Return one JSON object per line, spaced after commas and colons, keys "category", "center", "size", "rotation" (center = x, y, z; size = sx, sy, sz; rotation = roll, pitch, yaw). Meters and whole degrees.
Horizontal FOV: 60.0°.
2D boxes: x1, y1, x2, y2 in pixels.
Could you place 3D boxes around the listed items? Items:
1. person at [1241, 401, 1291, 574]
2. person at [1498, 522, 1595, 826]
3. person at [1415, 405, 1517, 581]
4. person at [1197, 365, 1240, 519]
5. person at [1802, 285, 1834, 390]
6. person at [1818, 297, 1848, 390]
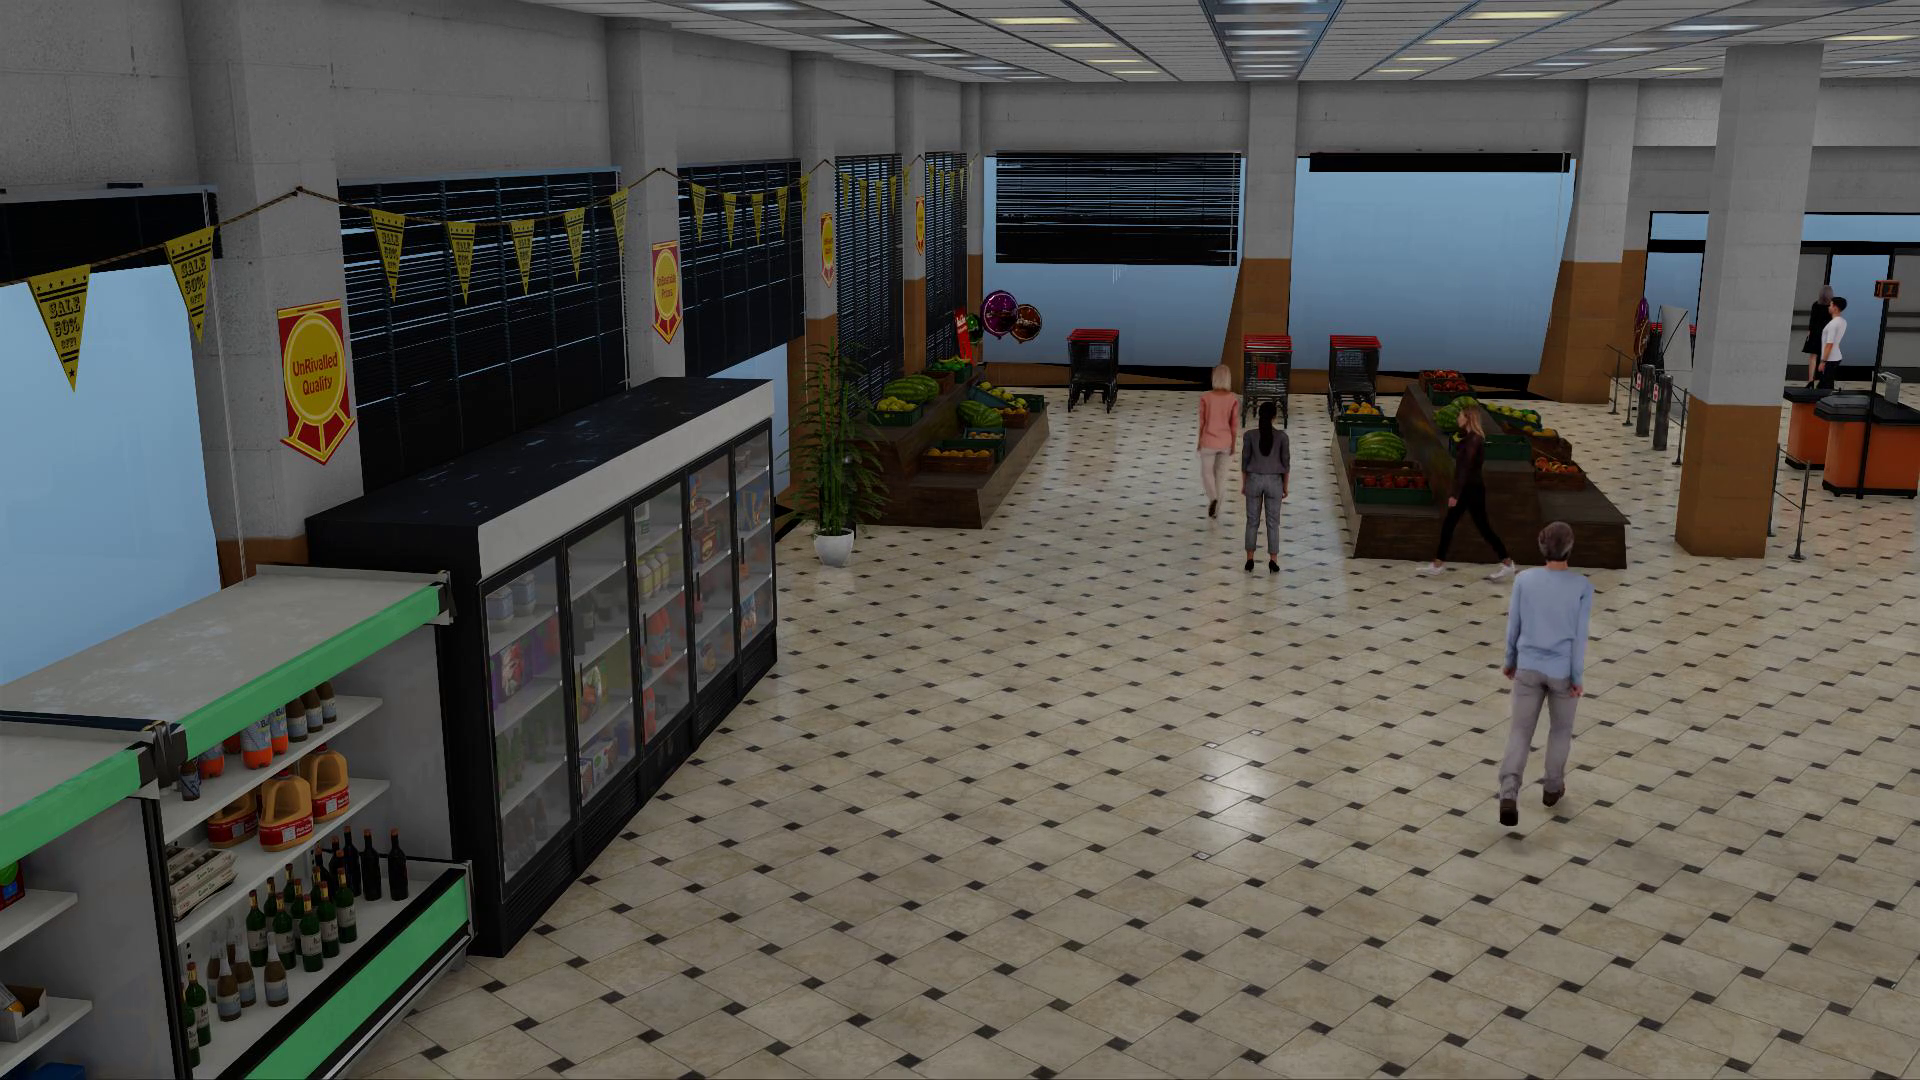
{"category": "person", "center": [2.943, -0.511, 16.095], "size": [0.636, 1.678, 0.603], "rotation": [4, 14, 15]}
{"category": "person", "center": [3.534, 0.856, 10.095], "size": [0.939, 1.850, 1.329], "rotation": [7, 15, 27]}
{"category": "person", "center": [4.914, -0.402, 15.697], "size": [0.700, 1.654, 1.086], "rotation": [2, 14, 7]}
{"category": "person", "center": [2.818, -1.045, 18.233], "size": [0.660, 1.708, 0.895], "rotation": [1, 14, 3]}
{"category": "person", "center": [14.431, -3.408, 27.899], "size": [0.632, 1.745, 0.608], "rotation": [0, 14, 0]}
{"category": "person", "center": [12.915, -2.678, 24.661], "size": [0.813, 1.852, 0.705], "rotation": [13, 18, 42]}
